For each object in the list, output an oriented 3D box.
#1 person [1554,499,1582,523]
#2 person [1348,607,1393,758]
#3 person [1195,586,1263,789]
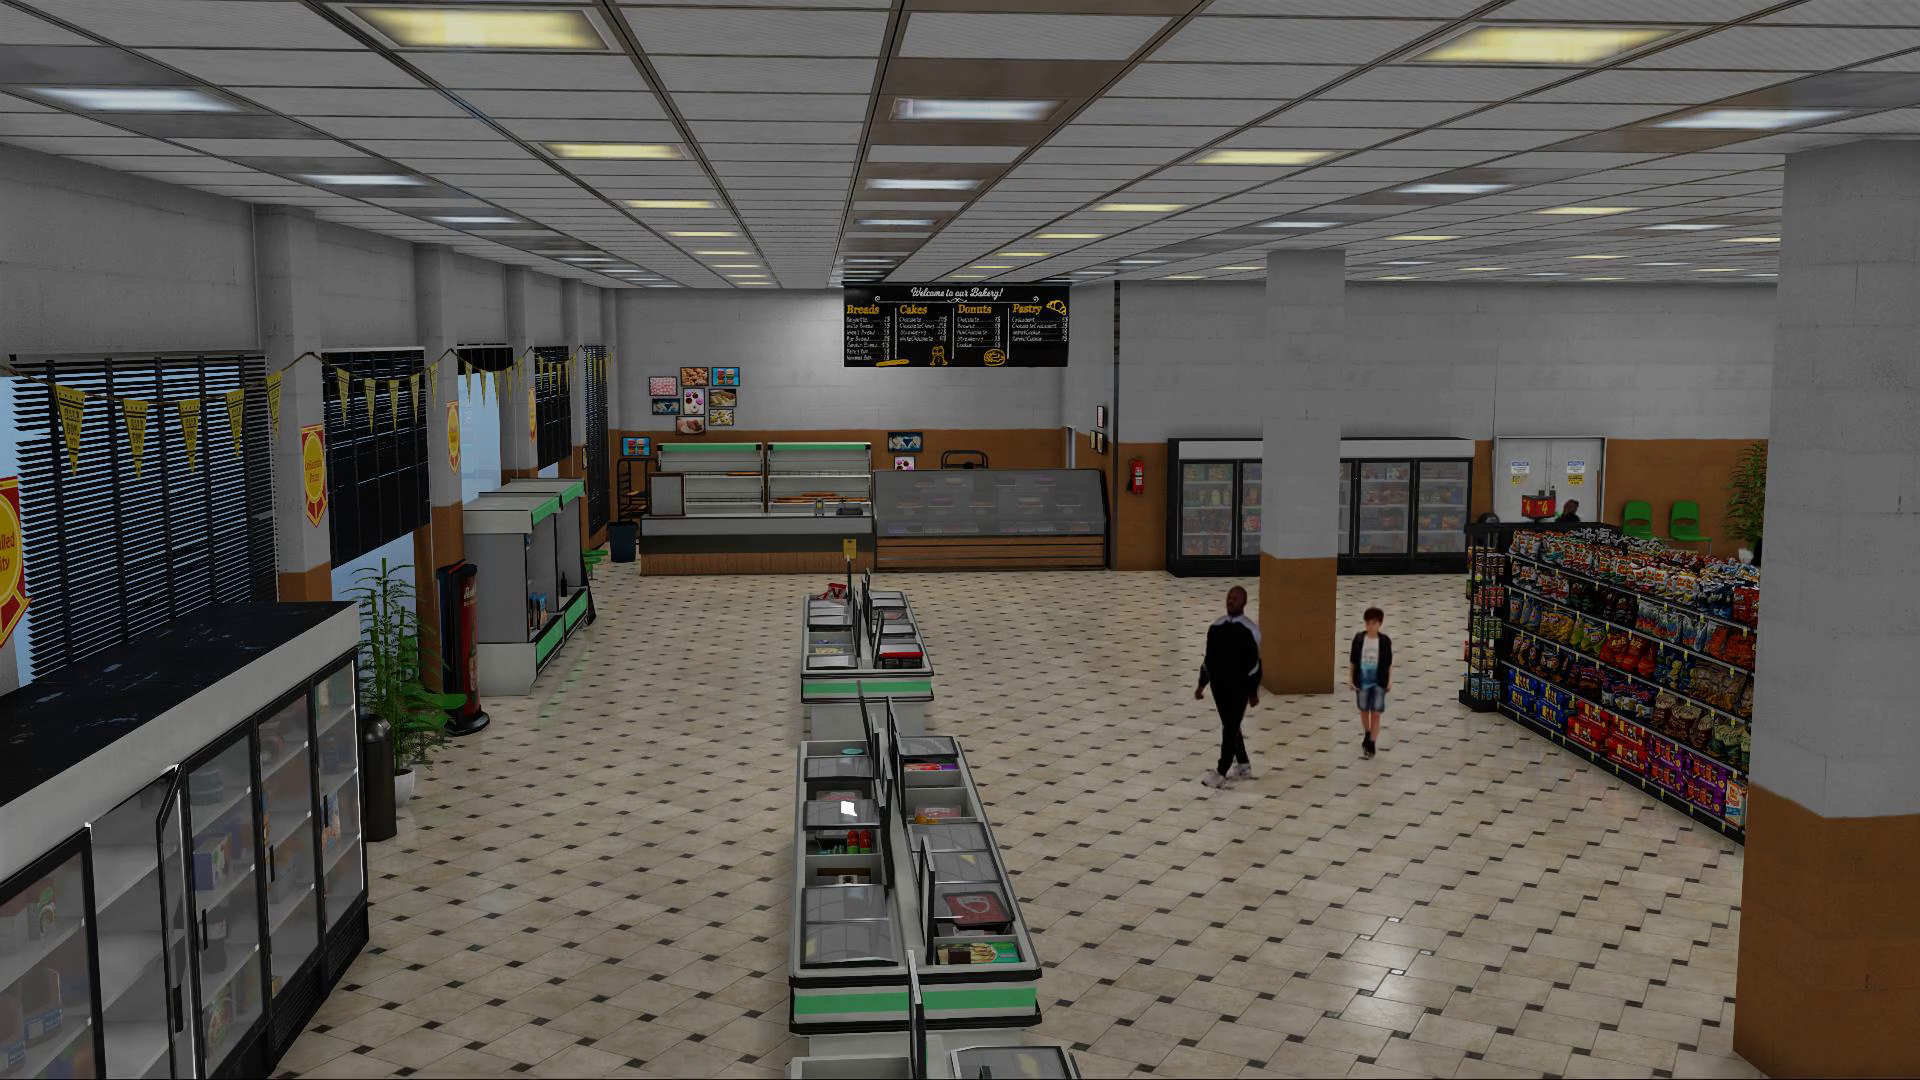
[{"bbox_3d":[8.431,0.318,23.183,0.826,1.807,0.562,0,7,4],"label":"person"},{"bbox_3d":[3.989,1.372,16.115,0.835,1.409,1.048,3,7,23],"label":"person"},{"bbox_3d":[2.491,1.312,15.006,1.121,1.794,1.135,-6,9,-42],"label":"person"}]
